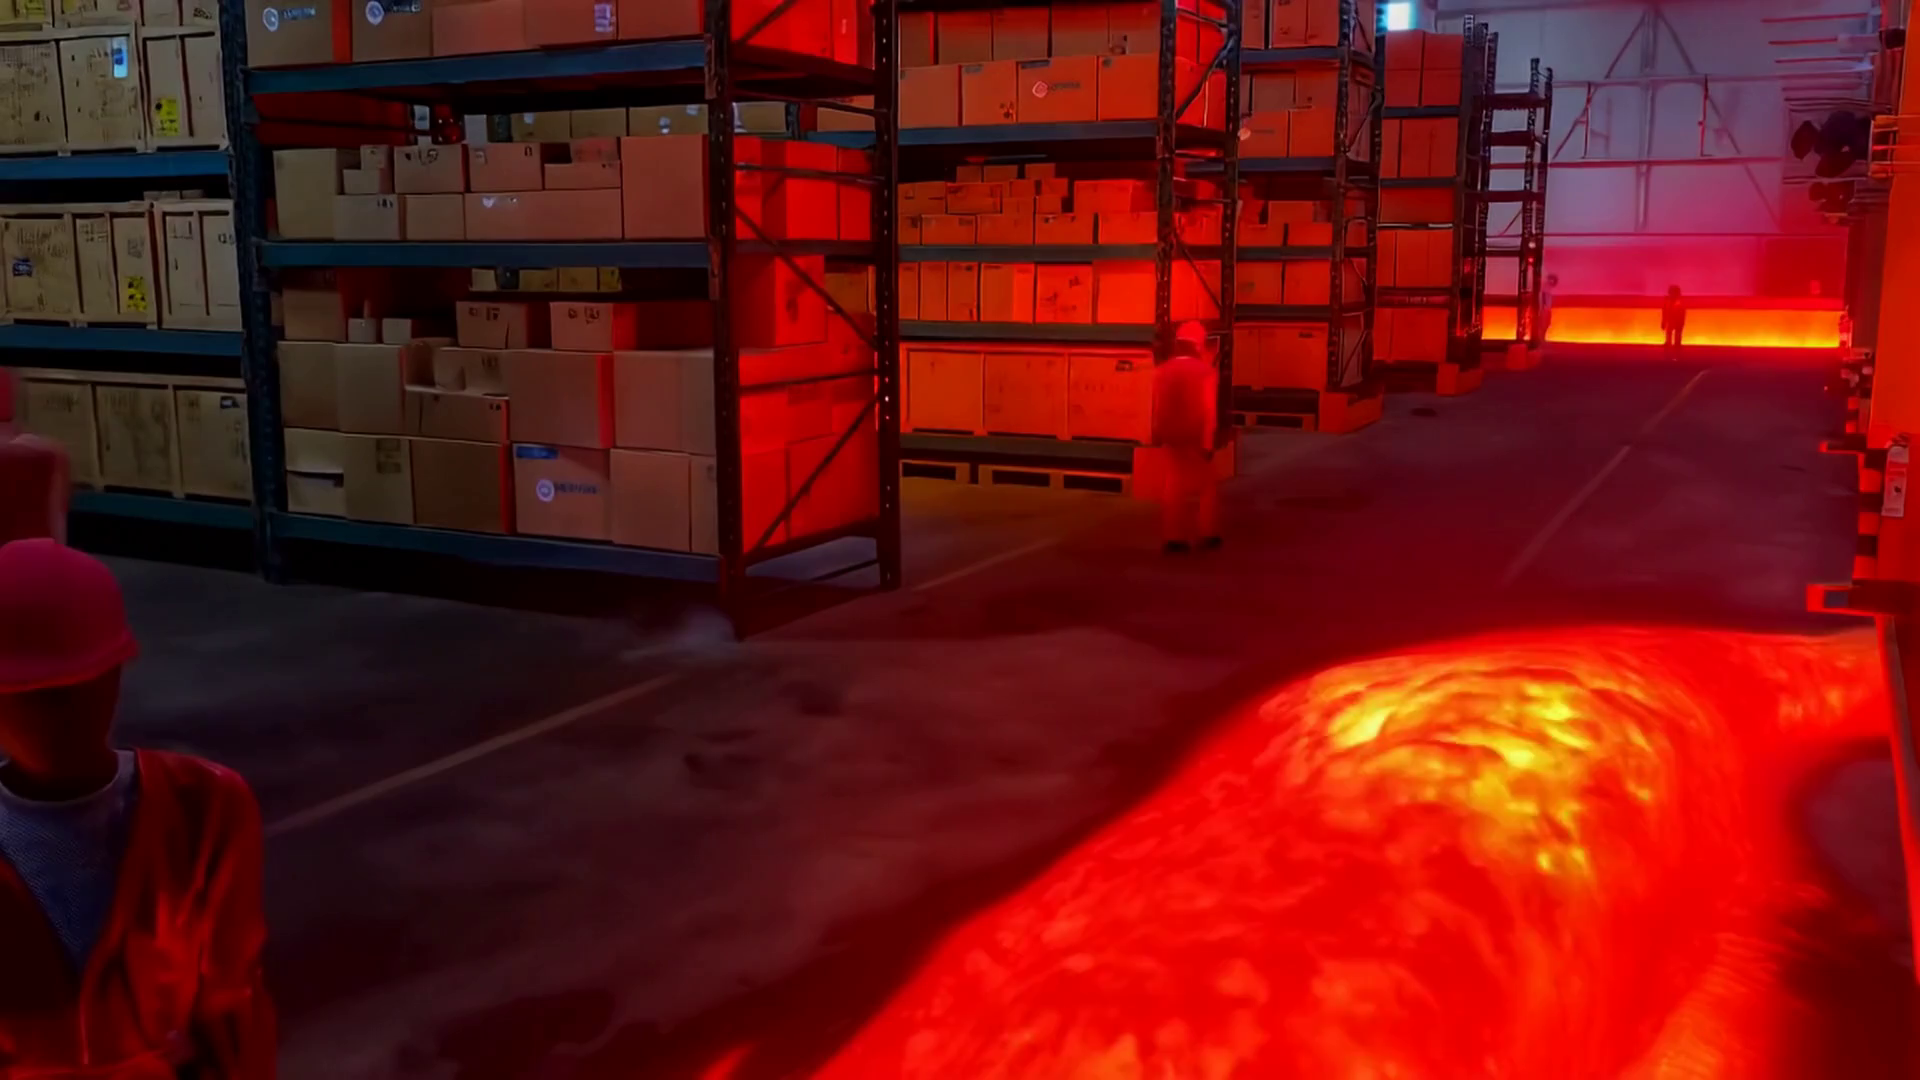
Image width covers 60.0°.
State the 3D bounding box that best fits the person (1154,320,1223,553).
[{"bbox_3d":[1.819,-0.813,13.044,0.601,1.807,0.690,7,12,36],"label":"person"}]

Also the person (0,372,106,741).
[{"bbox_3d":[-4.147,0.167,7.267,1.010,1.858,0.642,6,12,32],"label":"person"}]

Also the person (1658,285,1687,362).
[{"bbox_3d":[15.356,-4.654,35.791,0.314,1.636,0.515,-7,12,-37],"label":"person"}]

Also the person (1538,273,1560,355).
[{"bbox_3d":[13.465,-5.147,37.987,0.702,1.865,0.628,-2,10,-9],"label":"person"}]

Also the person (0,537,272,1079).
[{"bbox_3d":[-1.281,0.951,2.462,0.543,1.940,0.361,-6,12,-33],"label":"person"}]
